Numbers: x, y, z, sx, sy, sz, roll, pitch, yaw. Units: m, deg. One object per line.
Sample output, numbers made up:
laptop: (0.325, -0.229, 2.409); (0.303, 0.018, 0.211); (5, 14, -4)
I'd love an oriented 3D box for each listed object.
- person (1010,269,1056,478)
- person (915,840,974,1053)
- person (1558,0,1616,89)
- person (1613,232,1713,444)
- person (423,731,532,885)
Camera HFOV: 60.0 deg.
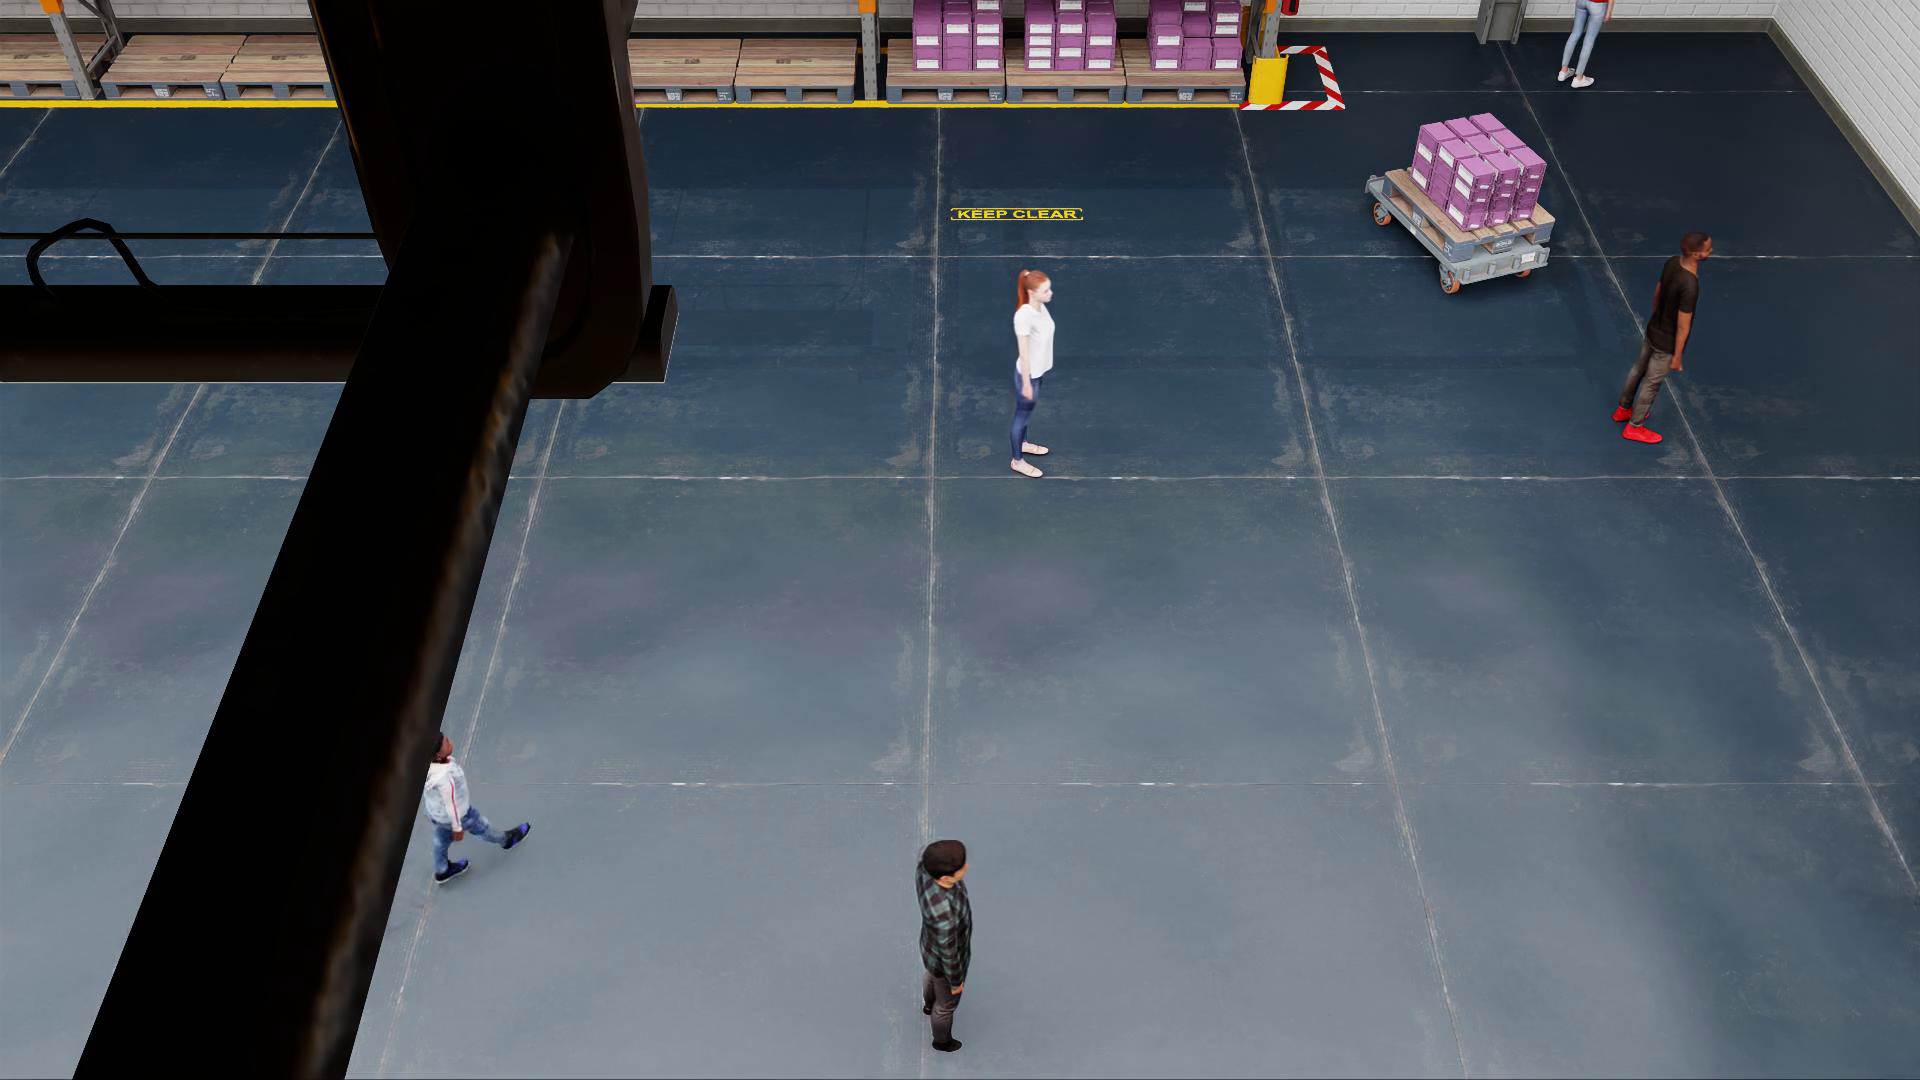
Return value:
person: (0.508, -1.258, 12.325); (0.606, 1.739, 0.621); (11, 45, 12)
person: (-0.082, 2.158, 8.861); (0.590, 1.715, 0.719); (-8, 44, -8)
person: (6.356, -5.392, 16.691); (0.696, 1.703, 0.693); (-24, 49, -23)
person: (5.326, -1.550, 12.584); (0.532, 1.806, 0.641); (-2, 44, -2)
person: (-3.038, 1.581, 9.714); (0.897, 1.231, 0.814); (-31, 52, -29)
